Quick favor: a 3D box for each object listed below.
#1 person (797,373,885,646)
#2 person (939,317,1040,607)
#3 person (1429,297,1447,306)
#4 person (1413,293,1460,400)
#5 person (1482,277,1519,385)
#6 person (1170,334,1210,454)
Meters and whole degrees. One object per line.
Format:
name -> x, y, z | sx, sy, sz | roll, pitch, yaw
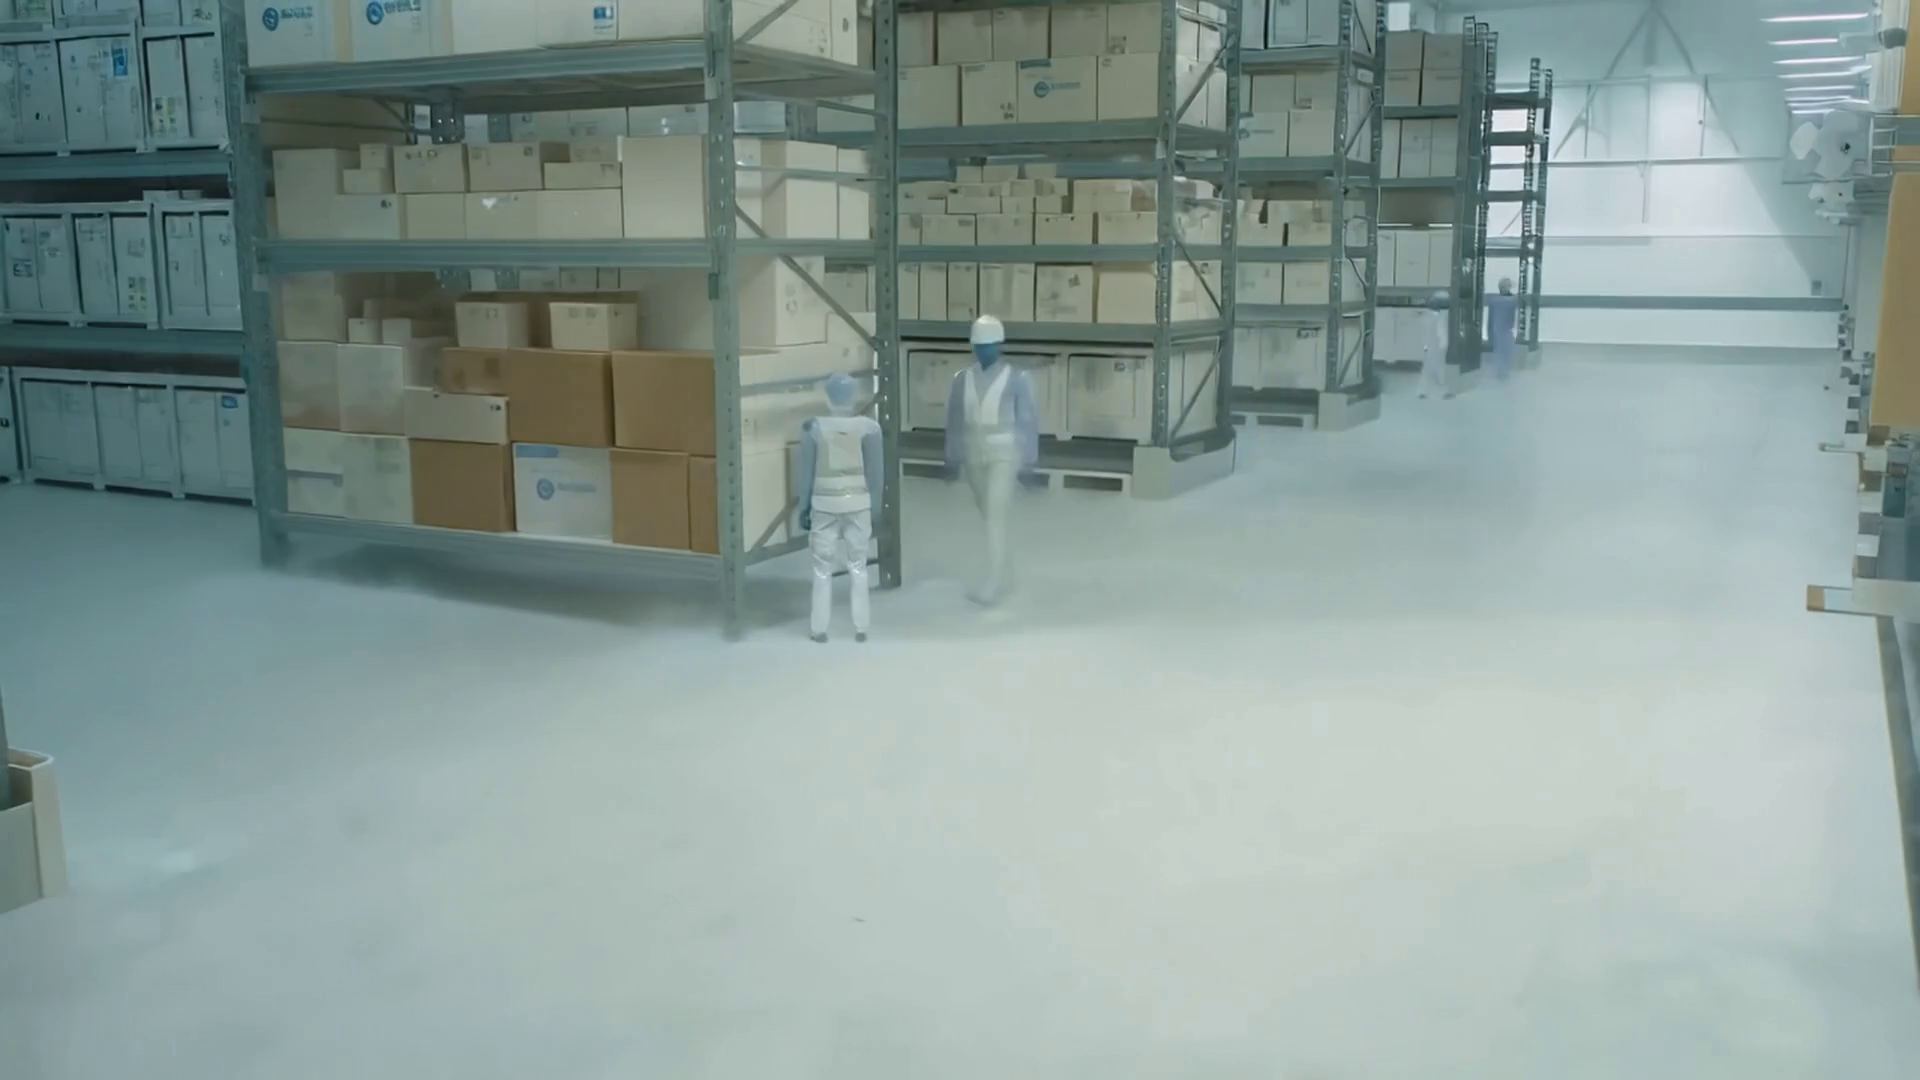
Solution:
person -> -0.701, -0.175, 9.884 | 0.523, 1.632, 0.315 | -2, 10, -13
person -> 0.156, -0.521, 11.084 | 0.611, 1.903, 0.941 | 7, 12, 35
person -> 11.069, -5.191, 38.648 | 0.573, 1.727, 0.771 | -5, 11, -27
person -> 7.615, -3.066, 26.418 | 0.820, 1.696, 0.490 | 4, 10, 20
person -> 9.578, -3.711, 29.529 | 0.656, 1.914, 0.746 | -6, 12, -33
person -> 2.548, -1.823, 18.954 | 0.633, 1.780, 0.812 | -8, 13, -40
